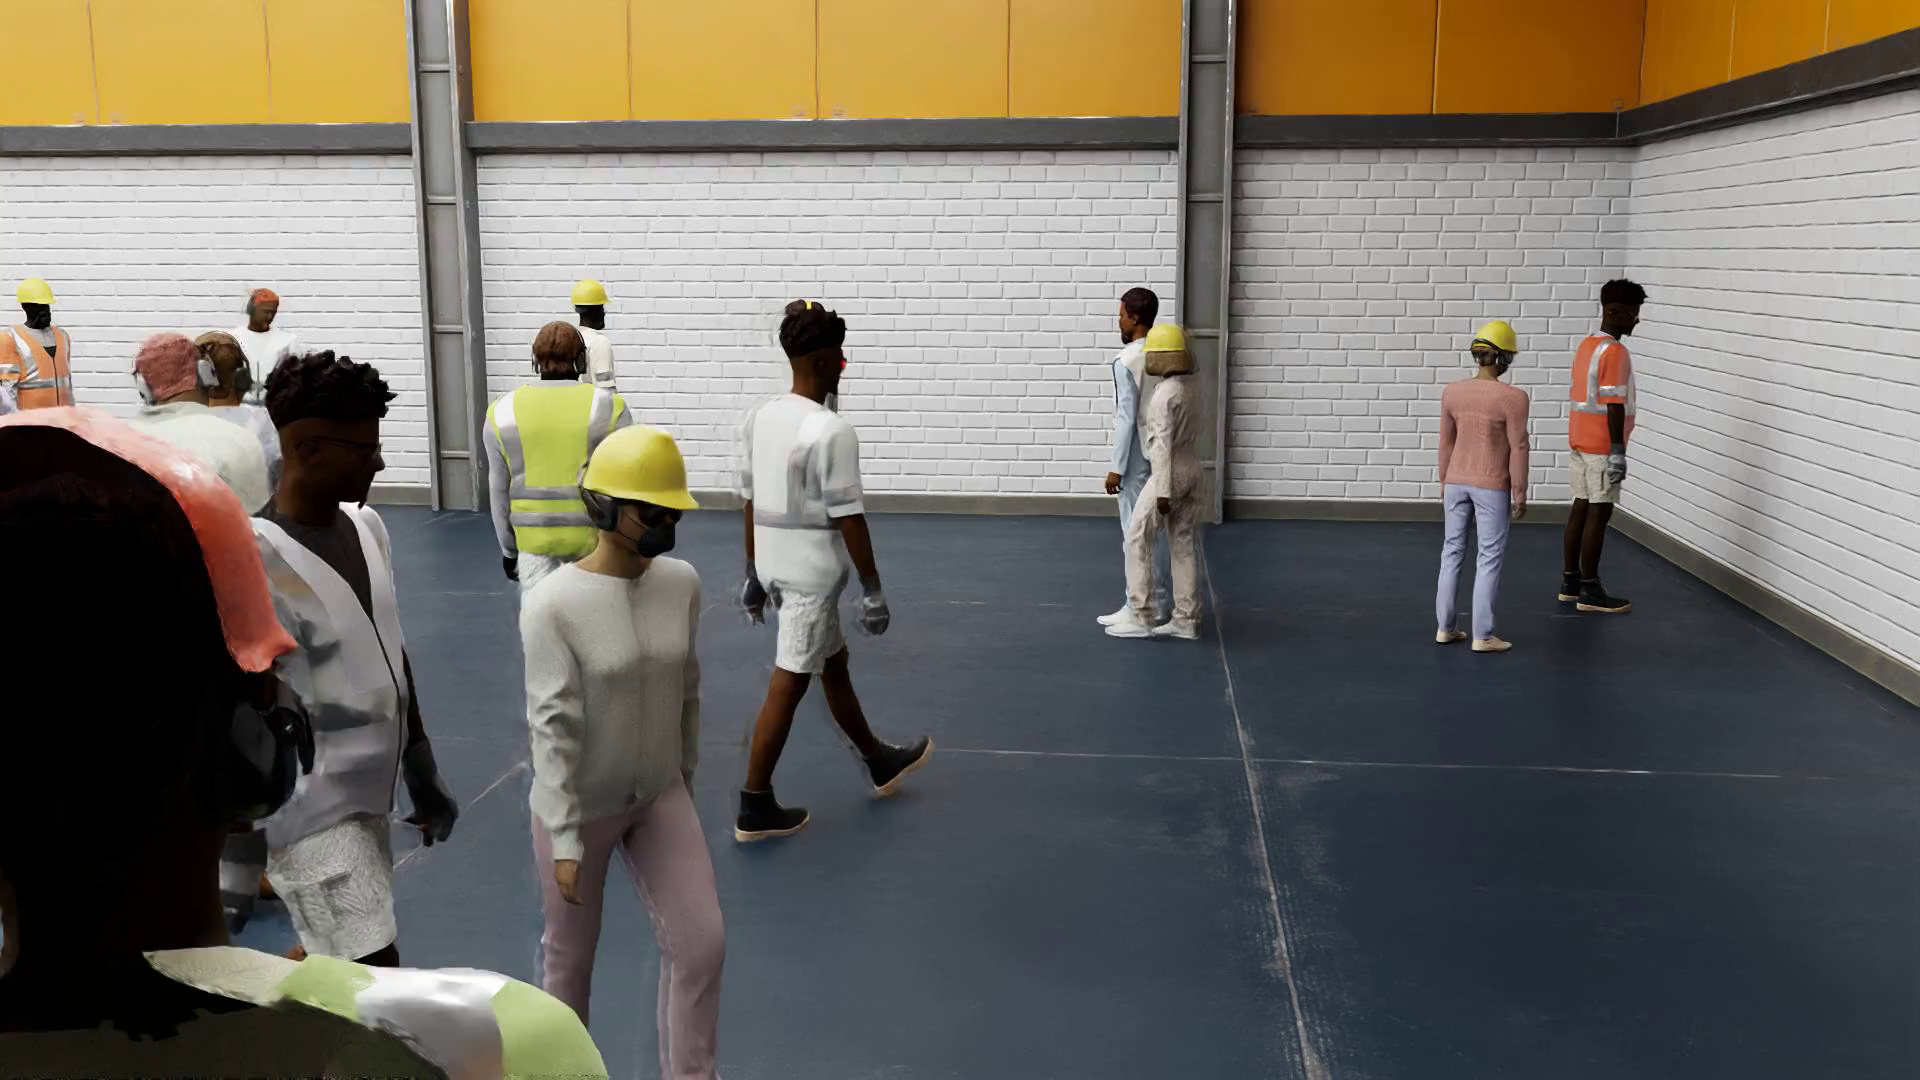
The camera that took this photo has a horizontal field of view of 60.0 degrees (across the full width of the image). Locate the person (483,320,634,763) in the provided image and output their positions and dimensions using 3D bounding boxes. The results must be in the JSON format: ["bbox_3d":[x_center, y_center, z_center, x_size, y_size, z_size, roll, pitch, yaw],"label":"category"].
[{"bbox_3d":[-1.611,0.021,6.871,0.626,1.842,0.429,0,10,-1],"label":"person"}]

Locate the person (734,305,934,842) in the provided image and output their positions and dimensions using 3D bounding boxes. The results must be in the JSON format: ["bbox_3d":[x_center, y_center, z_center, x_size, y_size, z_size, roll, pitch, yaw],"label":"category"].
[{"bbox_3d":[-0.464,0.109,6.124,0.968,1.915,0.631,-7,12,-35],"label":"person"}]

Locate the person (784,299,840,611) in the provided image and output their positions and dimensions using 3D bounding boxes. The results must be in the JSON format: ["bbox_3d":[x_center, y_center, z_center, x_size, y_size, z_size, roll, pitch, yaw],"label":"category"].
[{"bbox_3d":[-0.790,-0.320,8.732,0.328,1.873,0.520,-2,10,-12],"label":"person"}]

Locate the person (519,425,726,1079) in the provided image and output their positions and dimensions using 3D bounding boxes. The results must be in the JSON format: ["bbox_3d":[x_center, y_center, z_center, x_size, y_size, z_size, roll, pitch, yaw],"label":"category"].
[{"bbox_3d":[-0.718,0.617,3.738,0.719,1.737,0.539,9,14,43],"label":"person"}]

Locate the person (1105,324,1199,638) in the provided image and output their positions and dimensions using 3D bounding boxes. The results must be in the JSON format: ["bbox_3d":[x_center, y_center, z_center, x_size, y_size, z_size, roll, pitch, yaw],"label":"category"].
[{"bbox_3d":[1.062,-0.313,9.100,0.571,1.727,0.500,6,12,31],"label":"person"}]

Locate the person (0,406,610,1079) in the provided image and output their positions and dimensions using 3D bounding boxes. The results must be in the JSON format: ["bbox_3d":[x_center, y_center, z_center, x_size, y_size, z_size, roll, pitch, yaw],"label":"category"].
[{"bbox_3d":[-0.531,0.919,1.174,0.651,2.034,0.416,-2,10,-11],"label":"person"}]

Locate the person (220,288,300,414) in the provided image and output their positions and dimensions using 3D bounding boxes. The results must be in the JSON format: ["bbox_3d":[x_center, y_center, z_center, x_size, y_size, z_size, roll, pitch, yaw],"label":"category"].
[{"bbox_3d":[-5.161,-0.939,12.324,0.599,1.848,0.481,-4,11,-20],"label":"person"}]

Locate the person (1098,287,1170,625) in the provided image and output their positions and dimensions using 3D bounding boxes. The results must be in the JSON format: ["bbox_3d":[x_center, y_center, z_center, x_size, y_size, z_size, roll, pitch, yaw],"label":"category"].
[{"bbox_3d":[1.031,-0.460,9.405,0.383,1.919,0.598,6,12,32],"label":"person"}]

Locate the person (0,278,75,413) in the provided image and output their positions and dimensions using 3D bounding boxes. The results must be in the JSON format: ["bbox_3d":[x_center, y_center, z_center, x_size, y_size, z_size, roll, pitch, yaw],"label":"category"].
[{"bbox_3d":[-6.567,-0.908,11.933,0.366,1.926,0.594,3,10,17],"label":"person"}]

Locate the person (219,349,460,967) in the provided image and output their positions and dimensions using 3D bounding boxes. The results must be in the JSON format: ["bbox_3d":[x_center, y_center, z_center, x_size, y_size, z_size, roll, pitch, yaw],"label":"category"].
[{"bbox_3d":[-1.451,0.546,3.643,0.857,1.931,0.622,1,10,4],"label":"person"}]

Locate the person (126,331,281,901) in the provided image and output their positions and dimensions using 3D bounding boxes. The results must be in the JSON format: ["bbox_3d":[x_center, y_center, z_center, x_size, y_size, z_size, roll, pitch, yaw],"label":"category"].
[{"bbox_3d":[-2.415,0.273,5.355,0.682,1.873,0.448,4,11,23],"label":"person"}]

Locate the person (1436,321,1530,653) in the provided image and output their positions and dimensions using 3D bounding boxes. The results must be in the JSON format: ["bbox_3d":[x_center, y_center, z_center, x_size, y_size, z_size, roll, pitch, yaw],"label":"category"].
[{"bbox_3d":[2.778,-0.277,8.824,0.343,1.755,0.531,-8,13,-39],"label":"person"}]

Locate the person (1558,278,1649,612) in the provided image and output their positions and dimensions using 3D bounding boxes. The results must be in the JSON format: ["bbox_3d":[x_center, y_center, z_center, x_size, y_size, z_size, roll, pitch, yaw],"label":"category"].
[{"bbox_3d":[3.816,-0.562,9.862,0.386,1.956,0.610,0,10,1],"label":"person"}]
